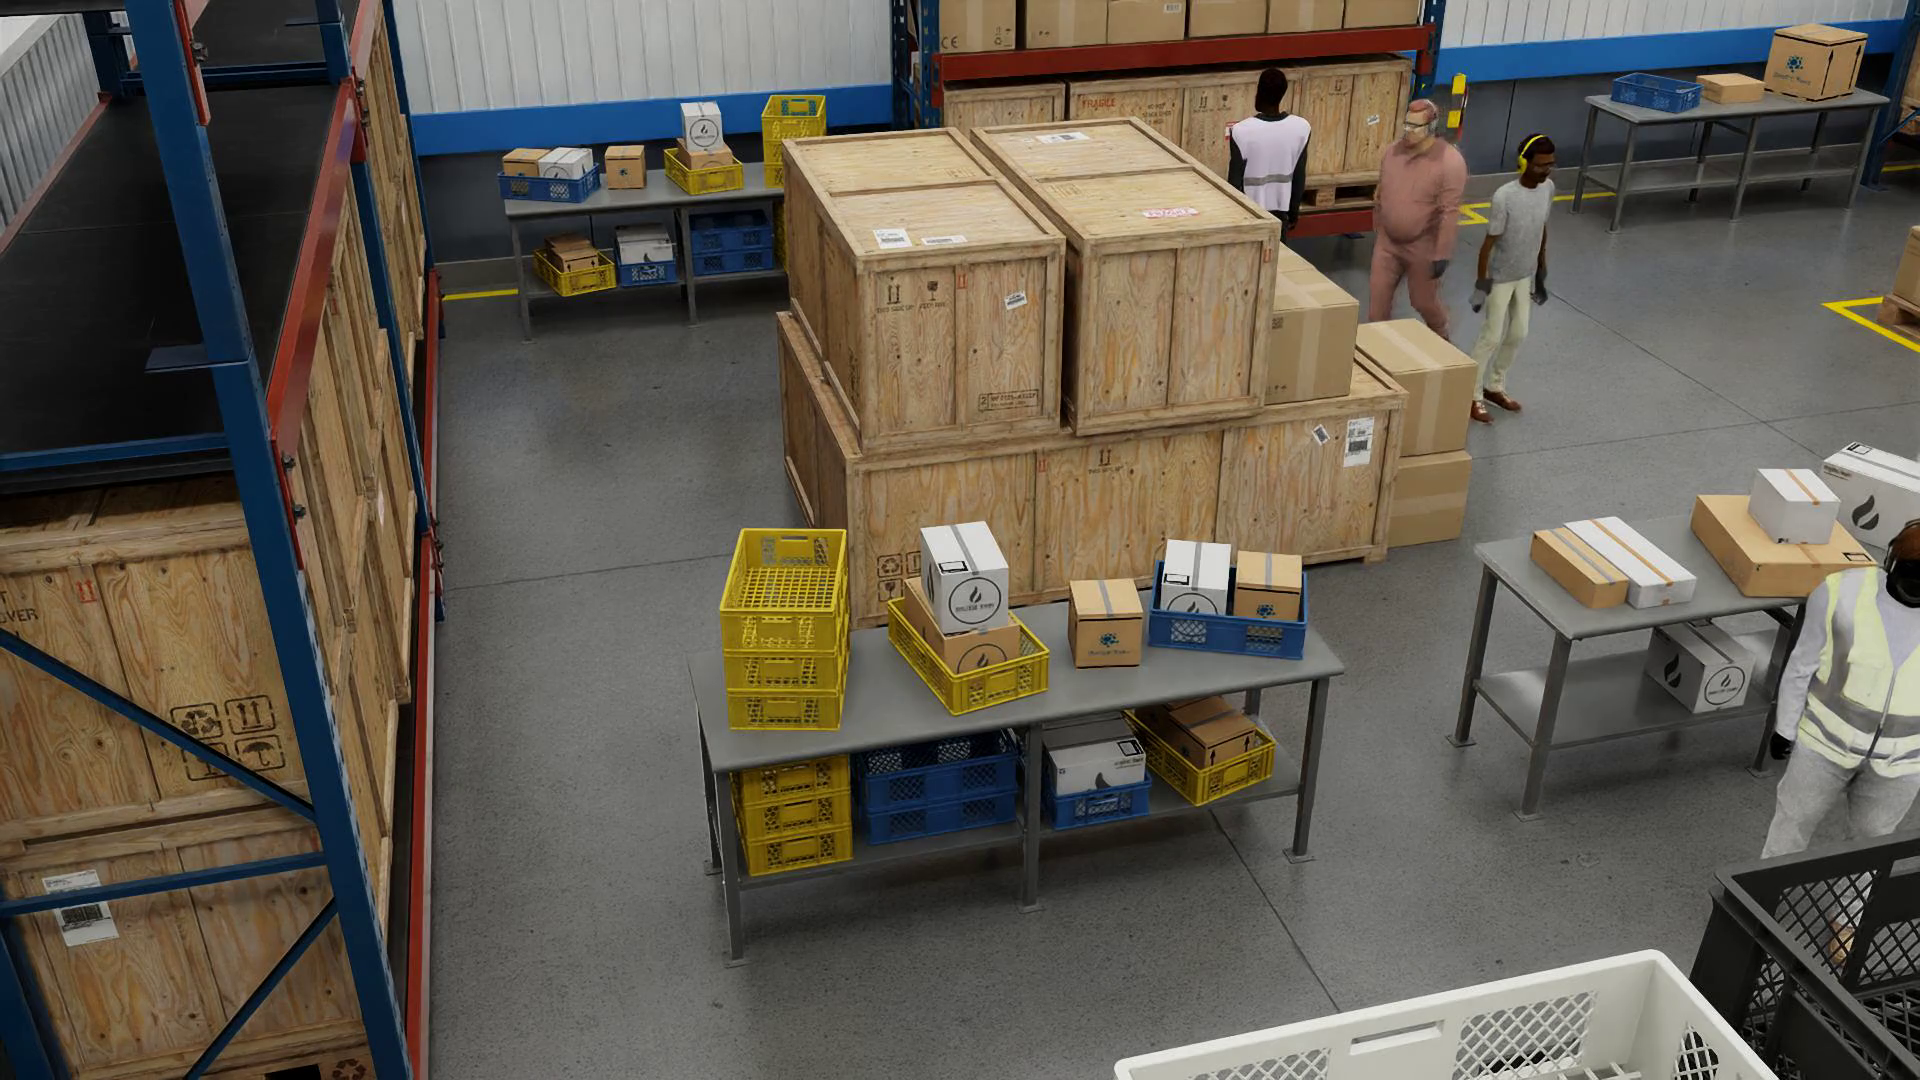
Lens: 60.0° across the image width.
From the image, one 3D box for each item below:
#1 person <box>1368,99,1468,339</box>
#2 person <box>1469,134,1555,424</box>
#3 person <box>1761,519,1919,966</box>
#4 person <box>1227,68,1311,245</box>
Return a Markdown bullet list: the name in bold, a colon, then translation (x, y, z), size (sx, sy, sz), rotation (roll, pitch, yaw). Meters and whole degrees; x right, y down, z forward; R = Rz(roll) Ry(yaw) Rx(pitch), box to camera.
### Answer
- **person**: translation (3.027, -2.005, 11.078), size (0.654, 1.887, 0.792), rotation (26, 38, 38)
- **person**: translation (3.426, -1.634, 10.427), size (0.524, 1.853, 0.372), rotation (-17, 33, -28)
- **person**: translation (3.318, 0.749, 6.112), size (0.632, 1.843, 0.429), rotation (12, 31, 21)
- **person**: translation (2.110, -2.304, 11.573), size (0.595, 1.921, 0.386), rotation (-8, 30, -14)
